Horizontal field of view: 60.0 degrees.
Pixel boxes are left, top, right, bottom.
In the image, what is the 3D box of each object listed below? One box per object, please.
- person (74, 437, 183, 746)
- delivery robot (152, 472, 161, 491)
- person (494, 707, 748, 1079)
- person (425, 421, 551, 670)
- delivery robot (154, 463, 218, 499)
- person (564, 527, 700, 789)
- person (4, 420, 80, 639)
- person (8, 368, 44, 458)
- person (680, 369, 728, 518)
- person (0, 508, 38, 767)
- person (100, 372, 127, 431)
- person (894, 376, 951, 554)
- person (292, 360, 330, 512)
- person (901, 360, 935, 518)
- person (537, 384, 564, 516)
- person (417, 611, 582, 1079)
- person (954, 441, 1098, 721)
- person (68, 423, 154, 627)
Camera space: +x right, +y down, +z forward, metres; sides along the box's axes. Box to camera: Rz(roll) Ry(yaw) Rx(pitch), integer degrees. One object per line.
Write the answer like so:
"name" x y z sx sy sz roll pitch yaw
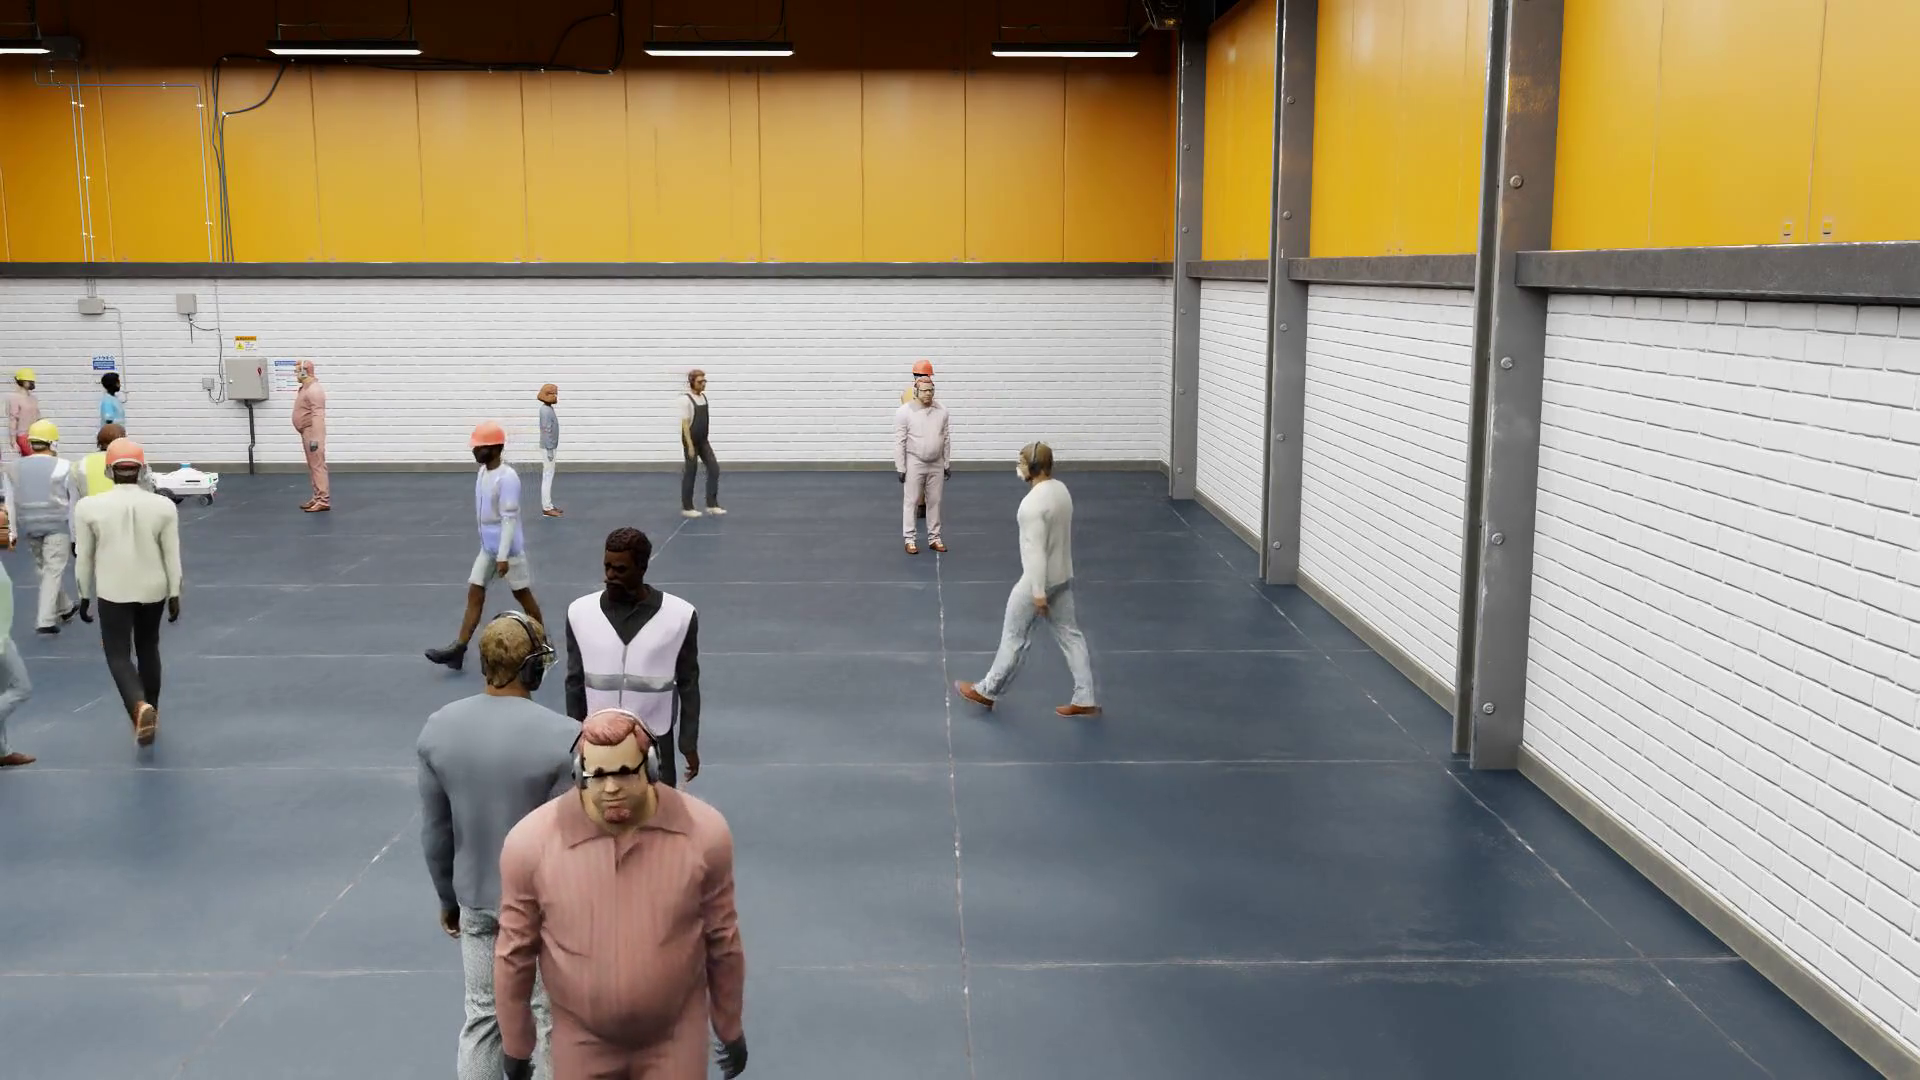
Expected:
"person" -5.280 0.333 10.626 0.611 1.966 0.859 -7 12 -38
"delivery robot" -10.585 -0.758 21.326 0.707 0.478 0.477 3 10 17
"person" -0.959 1.337 4.724 0.692 1.875 0.689 -2 10 -14
"person" -3.553 0.051 12.569 1.003 1.884 0.568 -9 13 -42
"delivery robot" -9.857 -0.736 21.197 0.707 0.478 0.477 -2 9 -9
"person" -1.451 0.881 7.409 0.588 1.916 0.399 0 9 -2
"person" -7.575 -0.109 13.890 0.615 1.777 0.941 0 9 -1
"person" -12.110 -1.356 21.643 0.604 1.738 0.555 0 9 0
"person" -3.115 -1.159 20.198 0.708 1.819 0.533 5 10 27
"person" -5.817 0.604 10.020 0.367 1.620 0.502 -8 12 -40
"person" -11.279 -1.393 22.067 0.530 1.679 0.542 -4 10 -21
"person" -0.381 -0.797 17.752 0.643 1.903 0.401 -5 10 -28
"person" -8.139 -1.302 20.827 0.399 1.905 0.643 -5 10 -27
"person" -0.473 -1.228 20.303 0.382 1.932 0.541 -9 13 -42
"person" -5.042 -1.108 20.465 0.268 1.631 0.509 -2 9 -11
"person" -1.451 1.188 5.448 0.633 1.938 0.356 3 10 18
"person" 0.489 0.275 11.235 1.024 1.870 0.639 5 11 29
"person" -6.889 -0.054 13.565 0.630 1.784 0.962 -1 9 -7
